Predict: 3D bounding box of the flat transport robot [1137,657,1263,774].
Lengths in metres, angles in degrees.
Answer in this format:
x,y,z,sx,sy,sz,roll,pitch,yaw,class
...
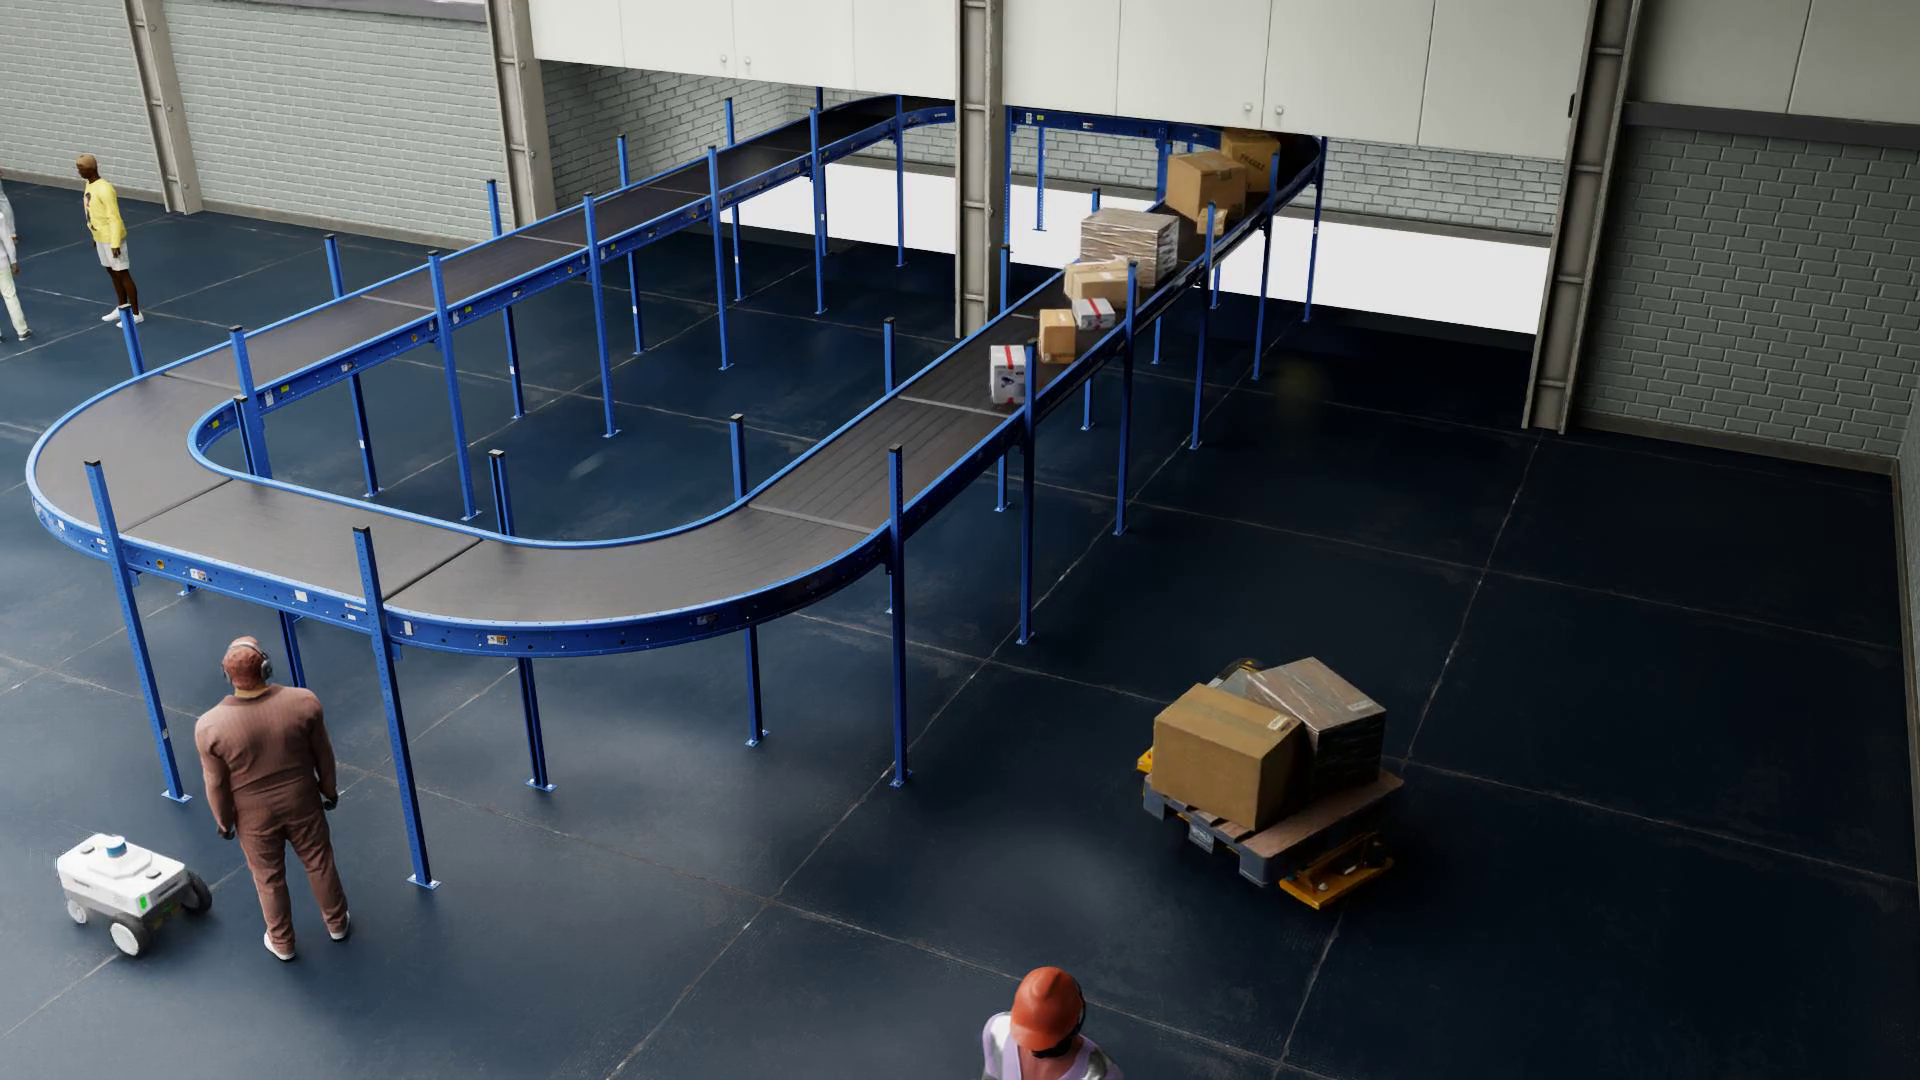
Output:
x,y,z,sx,sy,sz,roll,pitch,yaw,class
1.817,1.232,10.993,0.659,0.231,1.431,18,32,32,flat transport robot

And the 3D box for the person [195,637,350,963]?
x,y,z,sx,sy,sz,roll,pitch,yaw,class
-3.649,1.378,8.862,0.645,1.904,0.404,-16,31,-29,person

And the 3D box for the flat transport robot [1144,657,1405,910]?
x,y,z,sx,sy,sz,roll,pitch,yaw,class
1.838,1.700,10.051,0.659,0.231,1.431,-19,32,-33,flat transport robot

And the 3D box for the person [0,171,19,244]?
x,y,z,sx,sy,sz,roll,pitch,yaw,class
-12.321,-4.628,20.933,0.379,1.933,0.627,8,28,16,person

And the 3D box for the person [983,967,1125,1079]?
x,y,z,sx,sy,sz,roll,pitch,yaw,class
0.324,2.477,6.507,0.603,2.035,0.399,16,31,30,person

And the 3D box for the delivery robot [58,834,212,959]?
x,y,z,sx,sy,sz,roll,pitch,yaw,class
-4.629,1.938,9.272,0.815,0.614,0.499,12,29,23,delivery robot

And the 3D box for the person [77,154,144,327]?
x,y,z,sx,sy,sz,roll,pitch,yaw,class
-9.373,-3.303,18.299,0.541,1.901,0.376,22,34,37,person

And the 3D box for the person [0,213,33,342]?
x,y,z,sx,sy,sz,roll,pitch,yaw,class
-10.394,-2.979,17.807,0.560,1.752,0.327,-9,28,-18,person
